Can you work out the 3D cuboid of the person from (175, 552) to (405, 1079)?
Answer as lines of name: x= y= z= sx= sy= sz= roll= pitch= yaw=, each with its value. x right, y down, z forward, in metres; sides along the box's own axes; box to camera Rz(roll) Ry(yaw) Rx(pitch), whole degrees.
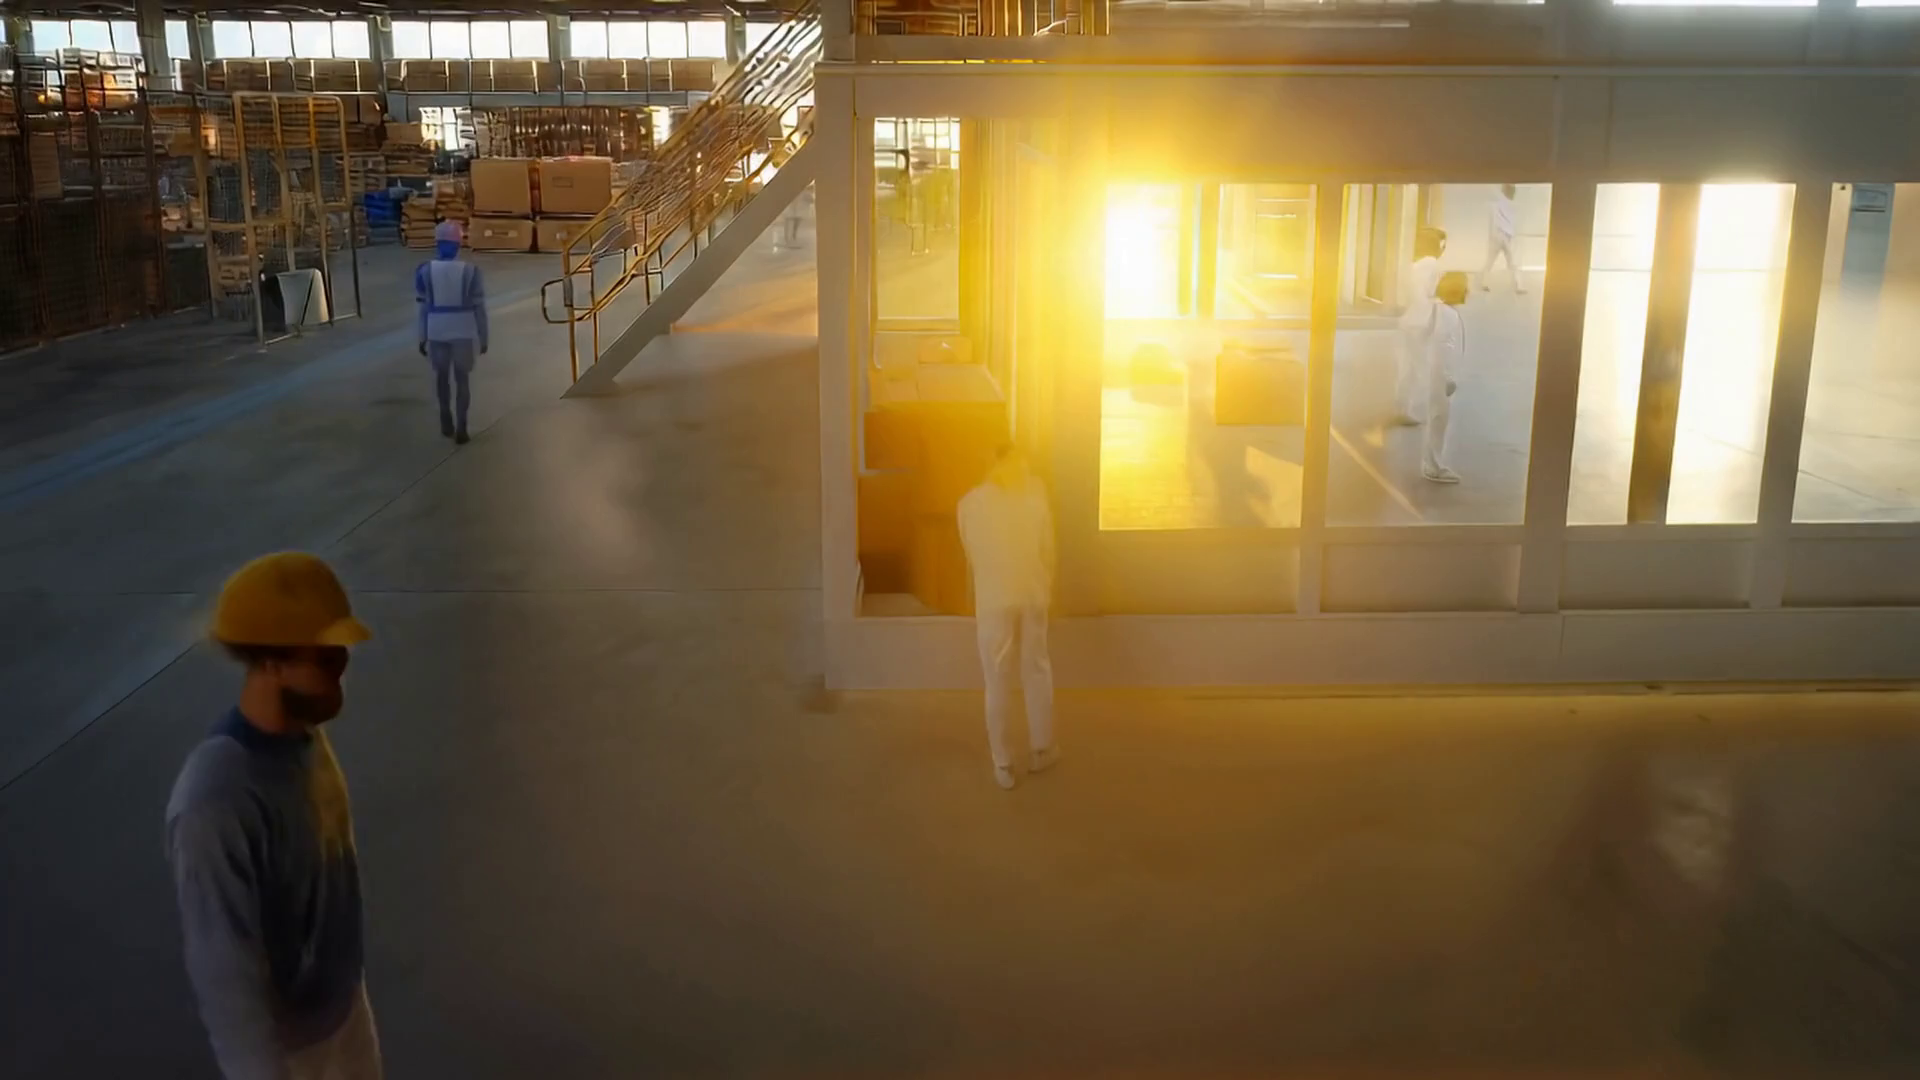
person: x=-1.461 y=0.948 z=3.534 sx=0.779 sy=1.902 sz=0.596 roll=1 pitch=14 yaw=5

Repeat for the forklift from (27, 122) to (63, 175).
forklift: x=-35.376 y=-14.773 z=64.377 sx=1.129 sy=2.768 sz=1.873 roll=-1 pitch=14 yaw=-2

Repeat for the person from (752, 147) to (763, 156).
person: x=-9.254 y=-17.093 z=75.799 sx=0.403 sy=1.822 sz=0.589 roll=12 pitch=19 yaw=41

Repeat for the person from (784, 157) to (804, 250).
person: x=-3.674 y=-7.398 z=36.617 sx=0.449 sy=2.030 sz=0.634 roll=6 pitch=15 yaw=23

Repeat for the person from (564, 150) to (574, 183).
person: x=-14.767 y=-13.812 z=62.800 sx=0.364 sy=1.754 sz=0.545 roll=-9 pitch=17 yaw=-32

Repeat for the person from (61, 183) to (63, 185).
person: x=-18.688 y=-6.728 z=34.119 sx=1.030 sy=1.939 sz=0.624 roll=7 pitch=16 yaw=26

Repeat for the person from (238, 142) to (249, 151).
person: x=-34.146 y=-18.084 z=79.496 sx=0.611 sy=1.963 sz=0.824 roll=-5 pitch=15 yaw=-19

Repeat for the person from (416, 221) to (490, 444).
person: x=-4.412 y=-1.812 z=14.523 sx=0.587 sy=1.916 sz=0.629 roll=-2 pitch=14 yaw=-10

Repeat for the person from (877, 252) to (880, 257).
person: x=-2.063 y=-6.505 z=33.441 sx=0.932 sy=1.851 sz=0.588 roll=2 pitch=14 yaw=9

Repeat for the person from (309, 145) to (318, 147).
person: x=-36.345 y=-21.526 z=93.511 sx=0.631 sy=1.831 sz=0.429 roll=-7 pitch=16 yaw=-26
